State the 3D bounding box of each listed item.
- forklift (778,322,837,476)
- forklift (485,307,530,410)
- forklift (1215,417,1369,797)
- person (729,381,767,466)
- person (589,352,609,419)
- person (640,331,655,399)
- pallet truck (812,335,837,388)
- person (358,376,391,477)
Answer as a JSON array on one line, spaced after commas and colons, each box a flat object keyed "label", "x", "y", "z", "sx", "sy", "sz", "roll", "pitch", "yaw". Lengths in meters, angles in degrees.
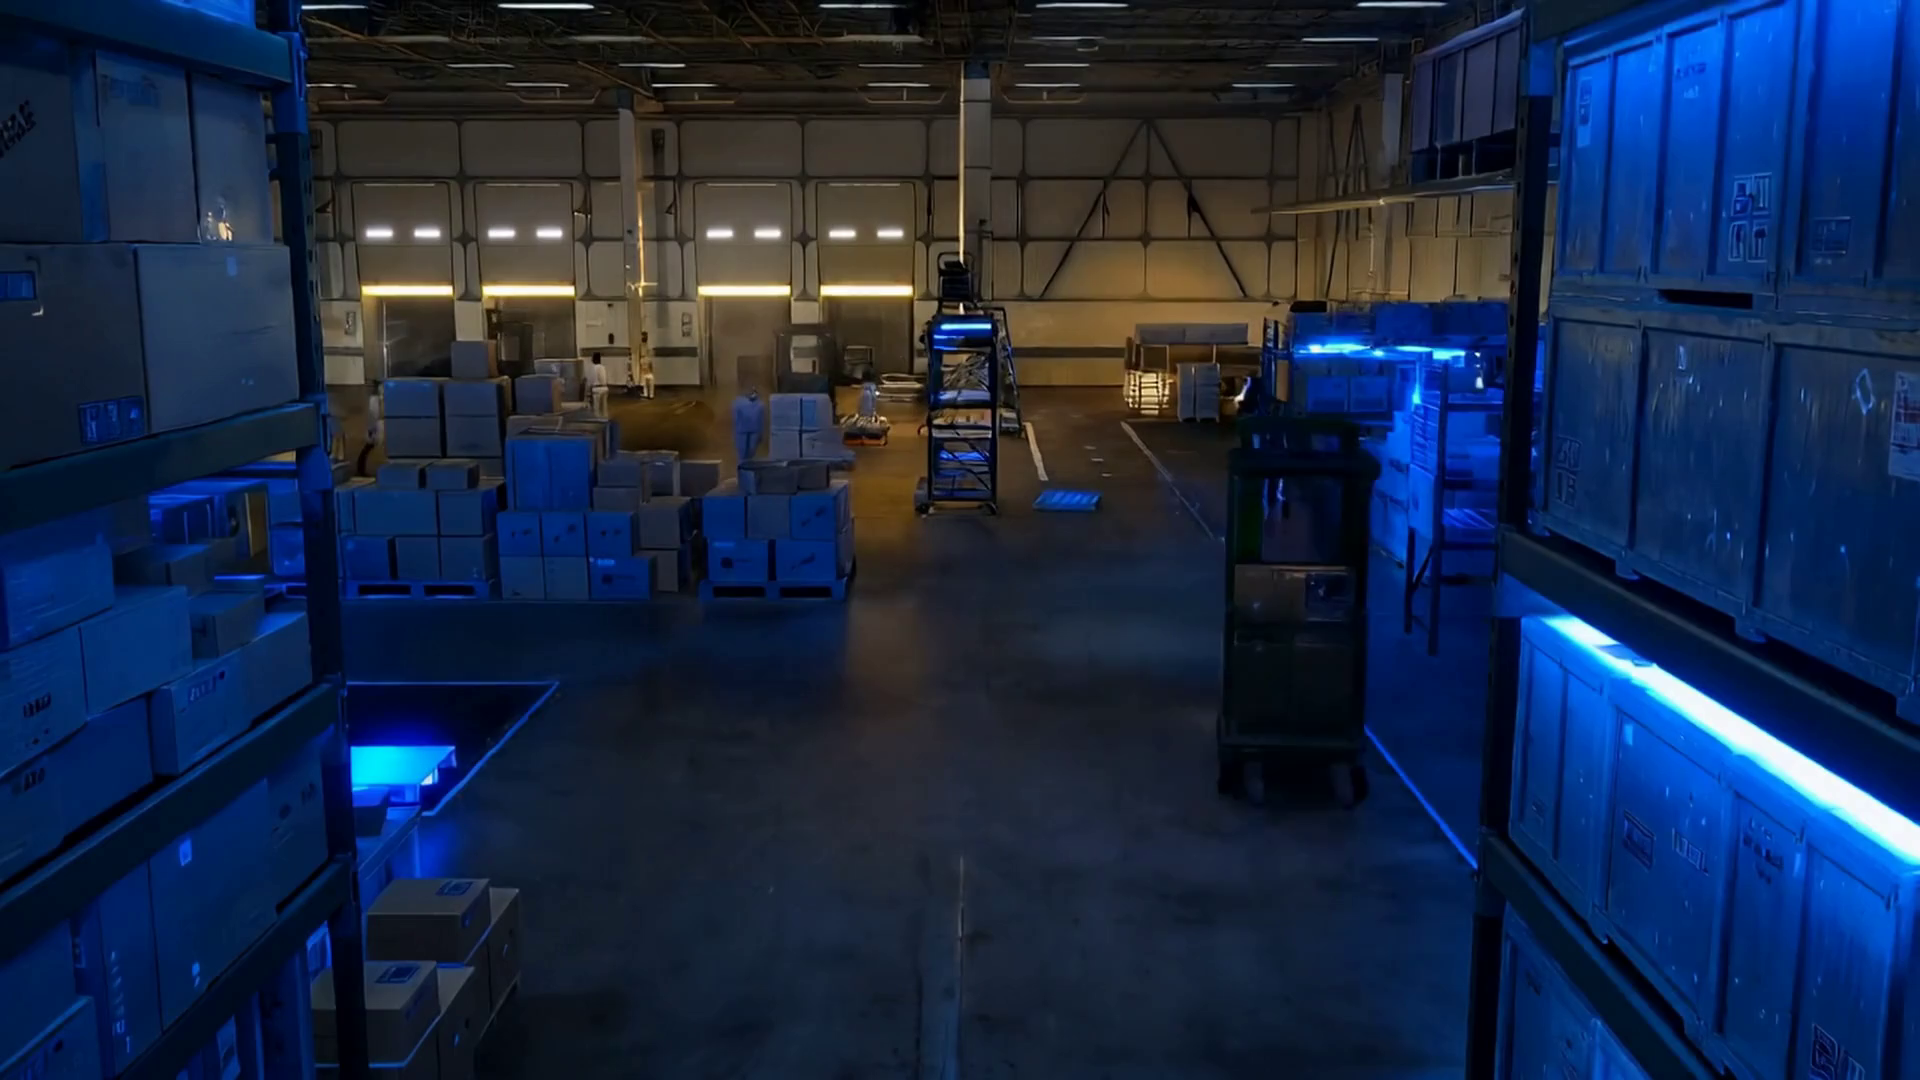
[{"label": "forklift", "x": -2.909, "y": -2.674, "z": 31.130, "sx": 1.129, "sy": 2.768, "sz": 1.873, "roll": -1, "pitch": 10, "yaw": -5}, {"label": "forklift", "x": -10.751, "y": -4.150, "z": 39.642, "sx": 1.129, "sy": 2.768, "sz": 1.873, "roll": 0, "pitch": 10, "yaw": 1}, {"label": "forklift", "x": 2.657, "y": 0.414, "z": 13.315, "sx": 1.129, "sy": 2.768, "sz": 1.873, "roll": 1, "pitch": 10, "yaw": 8}, {"label": "person", "x": -3.675, "y": -1.820, "z": 29.021, "sx": 0.650, "sy": 1.900, "sz": 0.888, "roll": -3, "pitch": 10, "yaw": -17}, {"label": "person", "x": -8.200, "y": -3.330, "z": 37.783, "sx": 0.337, "sy": 1.882, "sz": 0.585, "roll": 6, "pitch": 11, "yaw": 30}, {"label": "person", "x": -8.867, "y": -4.952, "z": 47.025, "sx": 0.544, "sy": 1.929, "sz": 0.386, "roll": 9, "pitch": 14, "yaw": 43}, {"label": "pallet truck", "x": -3.021, "y": -4.312, "z": 43.126, "sx": 1.885, "sy": 1.965, "sz": 0.823, "roll": 3, "pitch": 10, "yaw": 17}, {"label": "person", "x": -10.740, "y": -2.082, "z": 30.642, "sx": 0.959, "sy": 1.882, "sz": 0.534, "roll": -2, "pitch": 10, "yaw": -10}]
